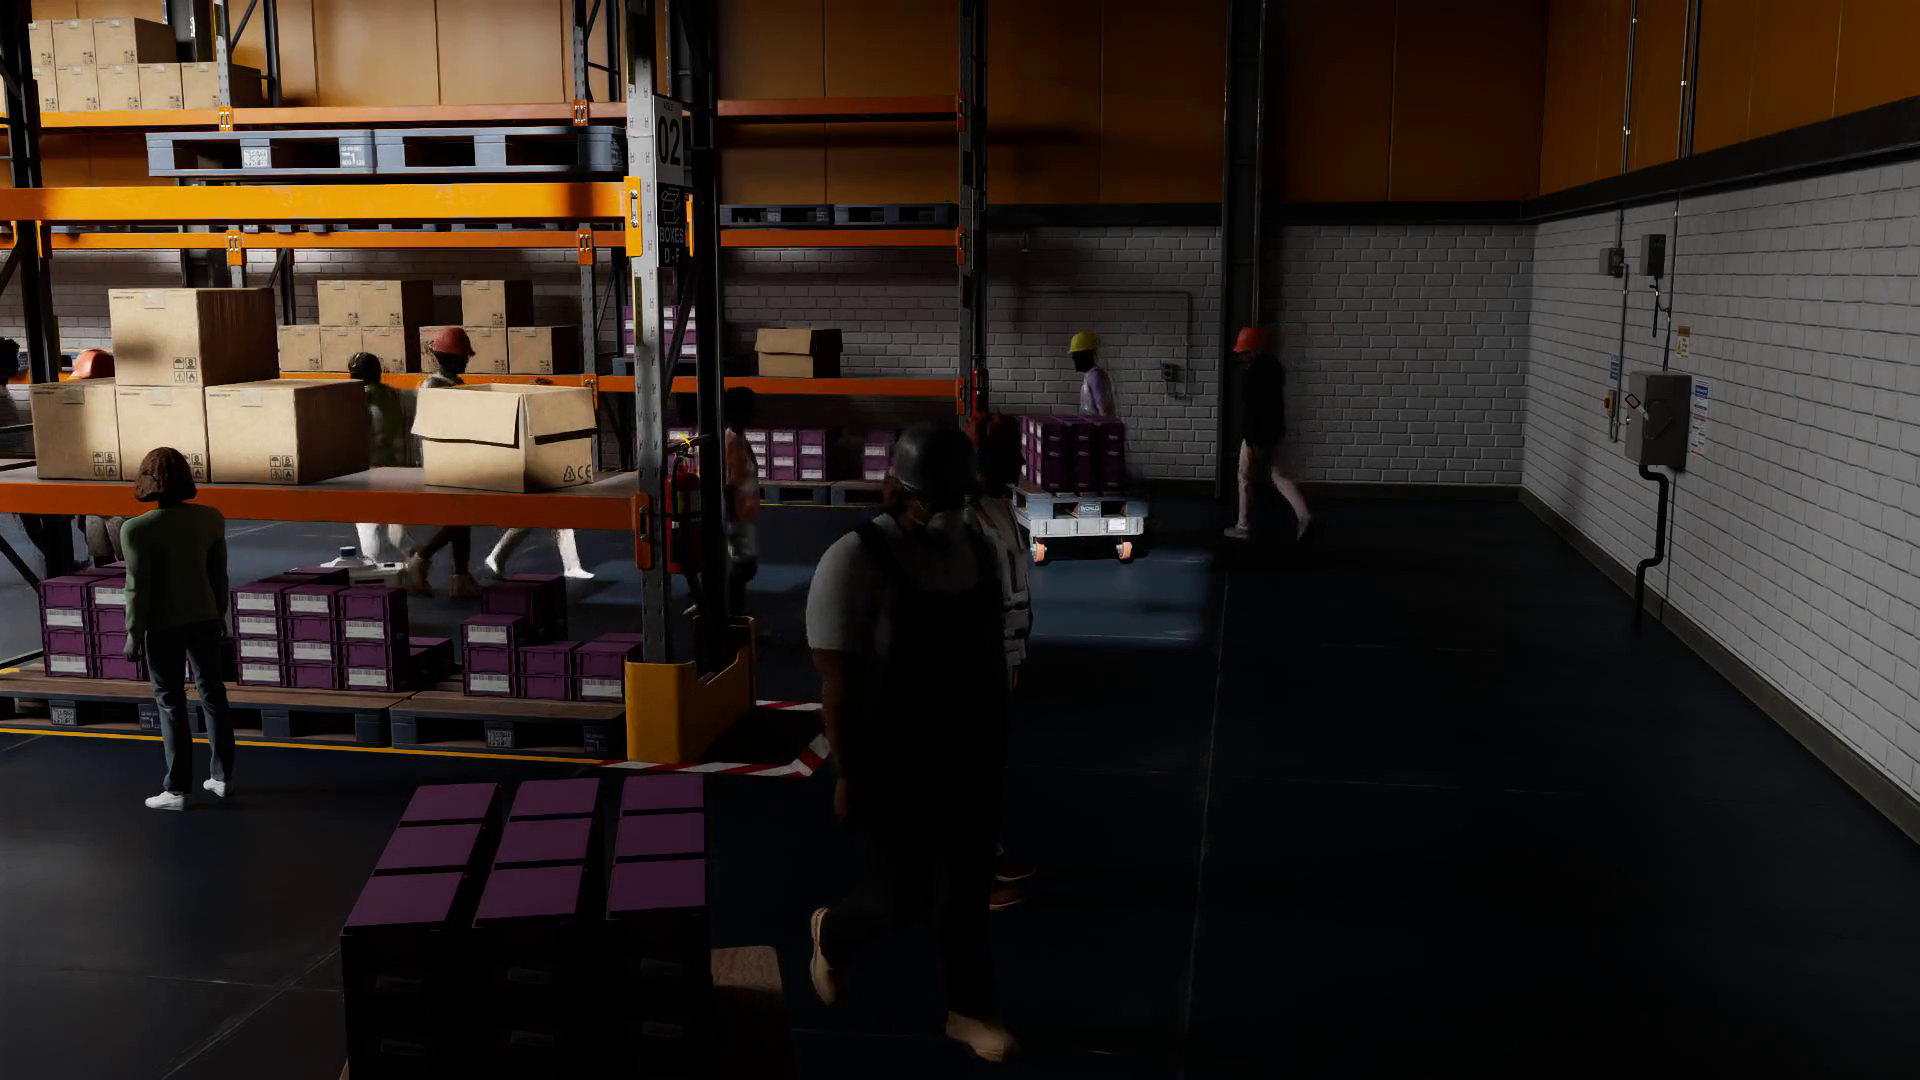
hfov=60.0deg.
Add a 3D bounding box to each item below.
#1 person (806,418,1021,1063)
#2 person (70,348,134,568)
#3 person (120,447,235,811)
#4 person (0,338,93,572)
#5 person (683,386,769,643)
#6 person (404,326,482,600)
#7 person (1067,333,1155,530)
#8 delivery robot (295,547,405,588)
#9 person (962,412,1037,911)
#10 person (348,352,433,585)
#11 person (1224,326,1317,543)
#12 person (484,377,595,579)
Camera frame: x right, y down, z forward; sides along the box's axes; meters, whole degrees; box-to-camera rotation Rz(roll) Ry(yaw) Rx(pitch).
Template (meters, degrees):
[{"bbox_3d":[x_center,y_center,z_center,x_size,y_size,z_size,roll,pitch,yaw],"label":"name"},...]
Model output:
[{"bbox_3d":[-0.138,0.593,5.007,0.719,2.000,0.708,-8,12,-39],"label":"person"},{"bbox_3d":[-5.292,-0.216,10.331,0.546,1.942,0.353,4,10,23],"label":"person"},{"bbox_3d":[-3.514,0.397,7.479,0.283,1.633,0.497,5,11,30],"label":"person"},{"bbox_3d":[-7.400,-0.617,12.901,1.006,1.911,0.625,-7,11,-36],"label":"person"},{"bbox_3d":[-1.494,-0.144,10.664,0.445,1.689,0.538,-1,9,-6],"label":"person"},{"bbox_3d":[-3.724,-0.538,12.068,0.547,2.026,0.614,1,9,3],"label":"person"},{"bbox_3d":[1.304,-0.956,15.203,1.021,1.875,0.628,1,9,5],"label":"person"},{"bbox_3d":[-4.108,0.288,11.202,0.707,0.478,0.477,-3,10,-20],"label":"delivery robot"},{"bbox_3d":[0.115,0.452,6.370,0.355,1.882,0.576,2,9,12],"label":"person"},{"bbox_3d":[-4.331,-0.489,12.402,0.514,1.826,0.635,2,9,12],"label":"person"},{"bbox_3d":[2.746,-0.923,14.736,0.645,1.936,0.939,-7,12,-37],"label":"person"},{"bbox_3d":[-3.320,-0.472,12.959,0.791,1.605,0.503,2,9,12],"label":"person"}]
